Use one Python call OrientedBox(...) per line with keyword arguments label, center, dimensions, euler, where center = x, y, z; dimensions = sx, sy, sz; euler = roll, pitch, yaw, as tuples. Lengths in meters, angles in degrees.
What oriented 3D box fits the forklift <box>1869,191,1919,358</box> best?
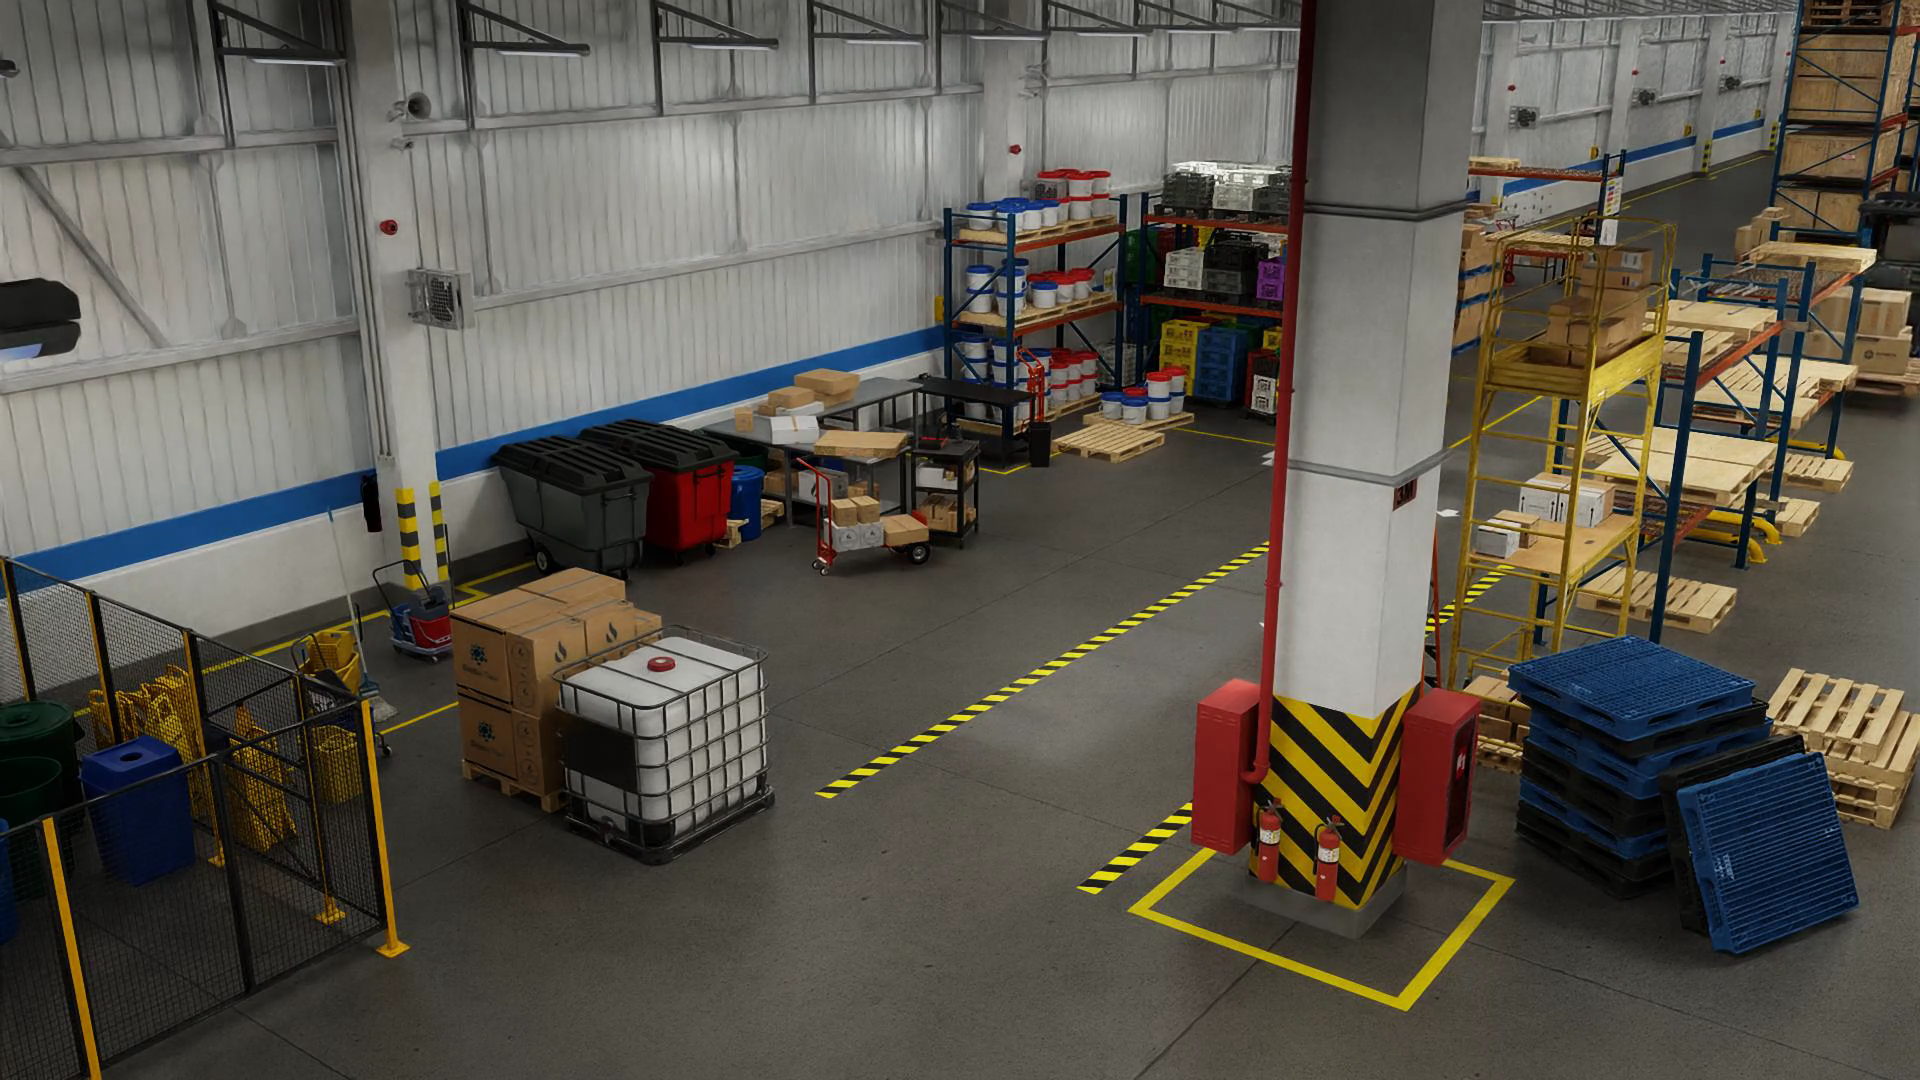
OrientedBox(label="forklift", center=(14.513, -3.975, 25.786), dimensions=(1.129, 2.768, 1.873), euler=(13, 22, 34))
